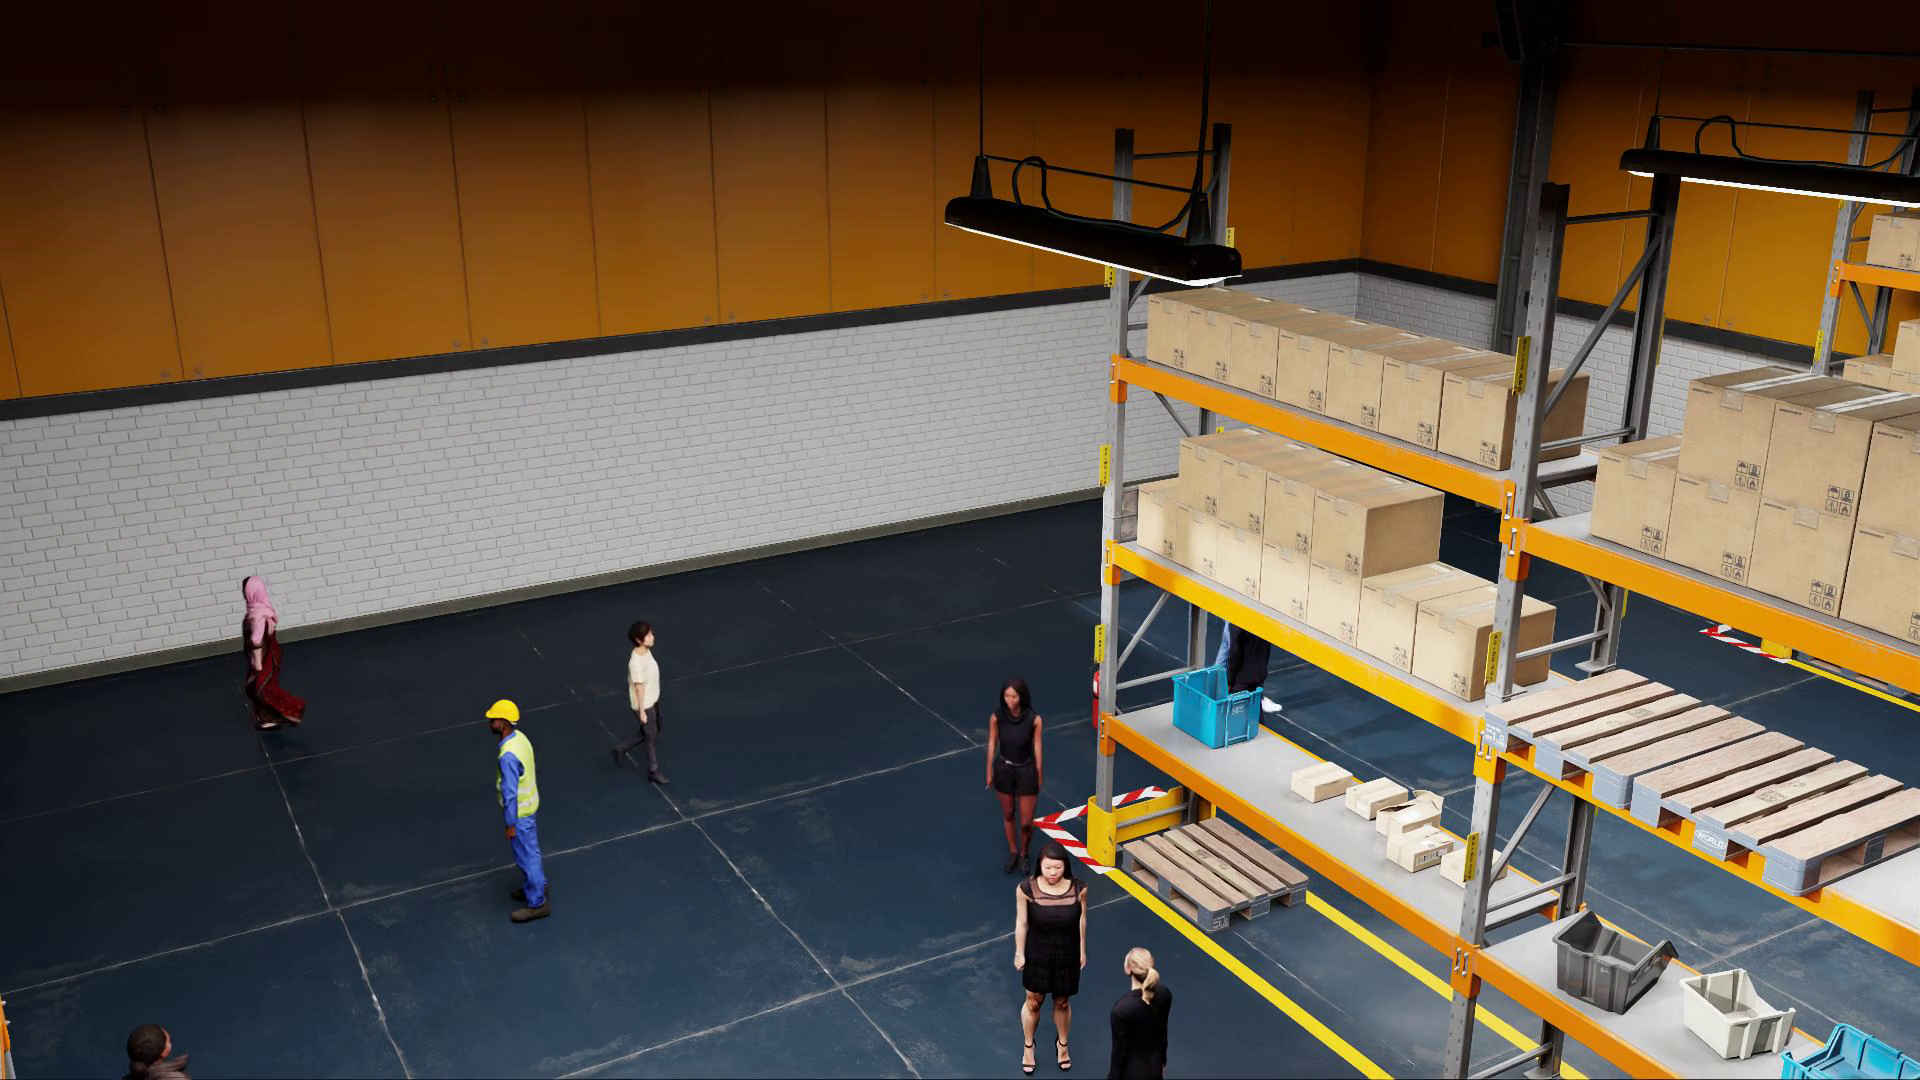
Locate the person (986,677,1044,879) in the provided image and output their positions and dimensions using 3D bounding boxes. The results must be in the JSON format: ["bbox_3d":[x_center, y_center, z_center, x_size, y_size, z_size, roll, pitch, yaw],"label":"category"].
[{"bbox_3d":[0.476,1.911,13.662,0.755,1.724,0.813,4,19,12],"label":"person"}]

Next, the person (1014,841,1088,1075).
[{"bbox_3d":[0.601,2.777,11.100,0.738,1.718,0.738,-2,19,-5],"label":"person"}]

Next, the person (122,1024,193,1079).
[{"bbox_3d":[-4.453,3.436,9.275,0.905,1.635,0.808,-8,20,-23],"label":"person"}]

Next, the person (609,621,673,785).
[{"bbox_3d":[-2.927,1.494,15.135,0.885,1.574,0.869,1,19,2],"label":"person"}]

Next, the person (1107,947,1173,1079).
[{"bbox_3d":[1.061,3.190,9.894,0.622,1.706,0.544,-13,23,-34],"label":"person"}]

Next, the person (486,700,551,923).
[{"bbox_3d":[-3.444,2.089,12.999,0.804,1.809,0.647,-4,19,-10],"label":"person"}]

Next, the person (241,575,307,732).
[{"bbox_3d":[-6.684,1.123,16.160,0.837,1.622,0.799,-3,19,-8],"label":"person"}]
